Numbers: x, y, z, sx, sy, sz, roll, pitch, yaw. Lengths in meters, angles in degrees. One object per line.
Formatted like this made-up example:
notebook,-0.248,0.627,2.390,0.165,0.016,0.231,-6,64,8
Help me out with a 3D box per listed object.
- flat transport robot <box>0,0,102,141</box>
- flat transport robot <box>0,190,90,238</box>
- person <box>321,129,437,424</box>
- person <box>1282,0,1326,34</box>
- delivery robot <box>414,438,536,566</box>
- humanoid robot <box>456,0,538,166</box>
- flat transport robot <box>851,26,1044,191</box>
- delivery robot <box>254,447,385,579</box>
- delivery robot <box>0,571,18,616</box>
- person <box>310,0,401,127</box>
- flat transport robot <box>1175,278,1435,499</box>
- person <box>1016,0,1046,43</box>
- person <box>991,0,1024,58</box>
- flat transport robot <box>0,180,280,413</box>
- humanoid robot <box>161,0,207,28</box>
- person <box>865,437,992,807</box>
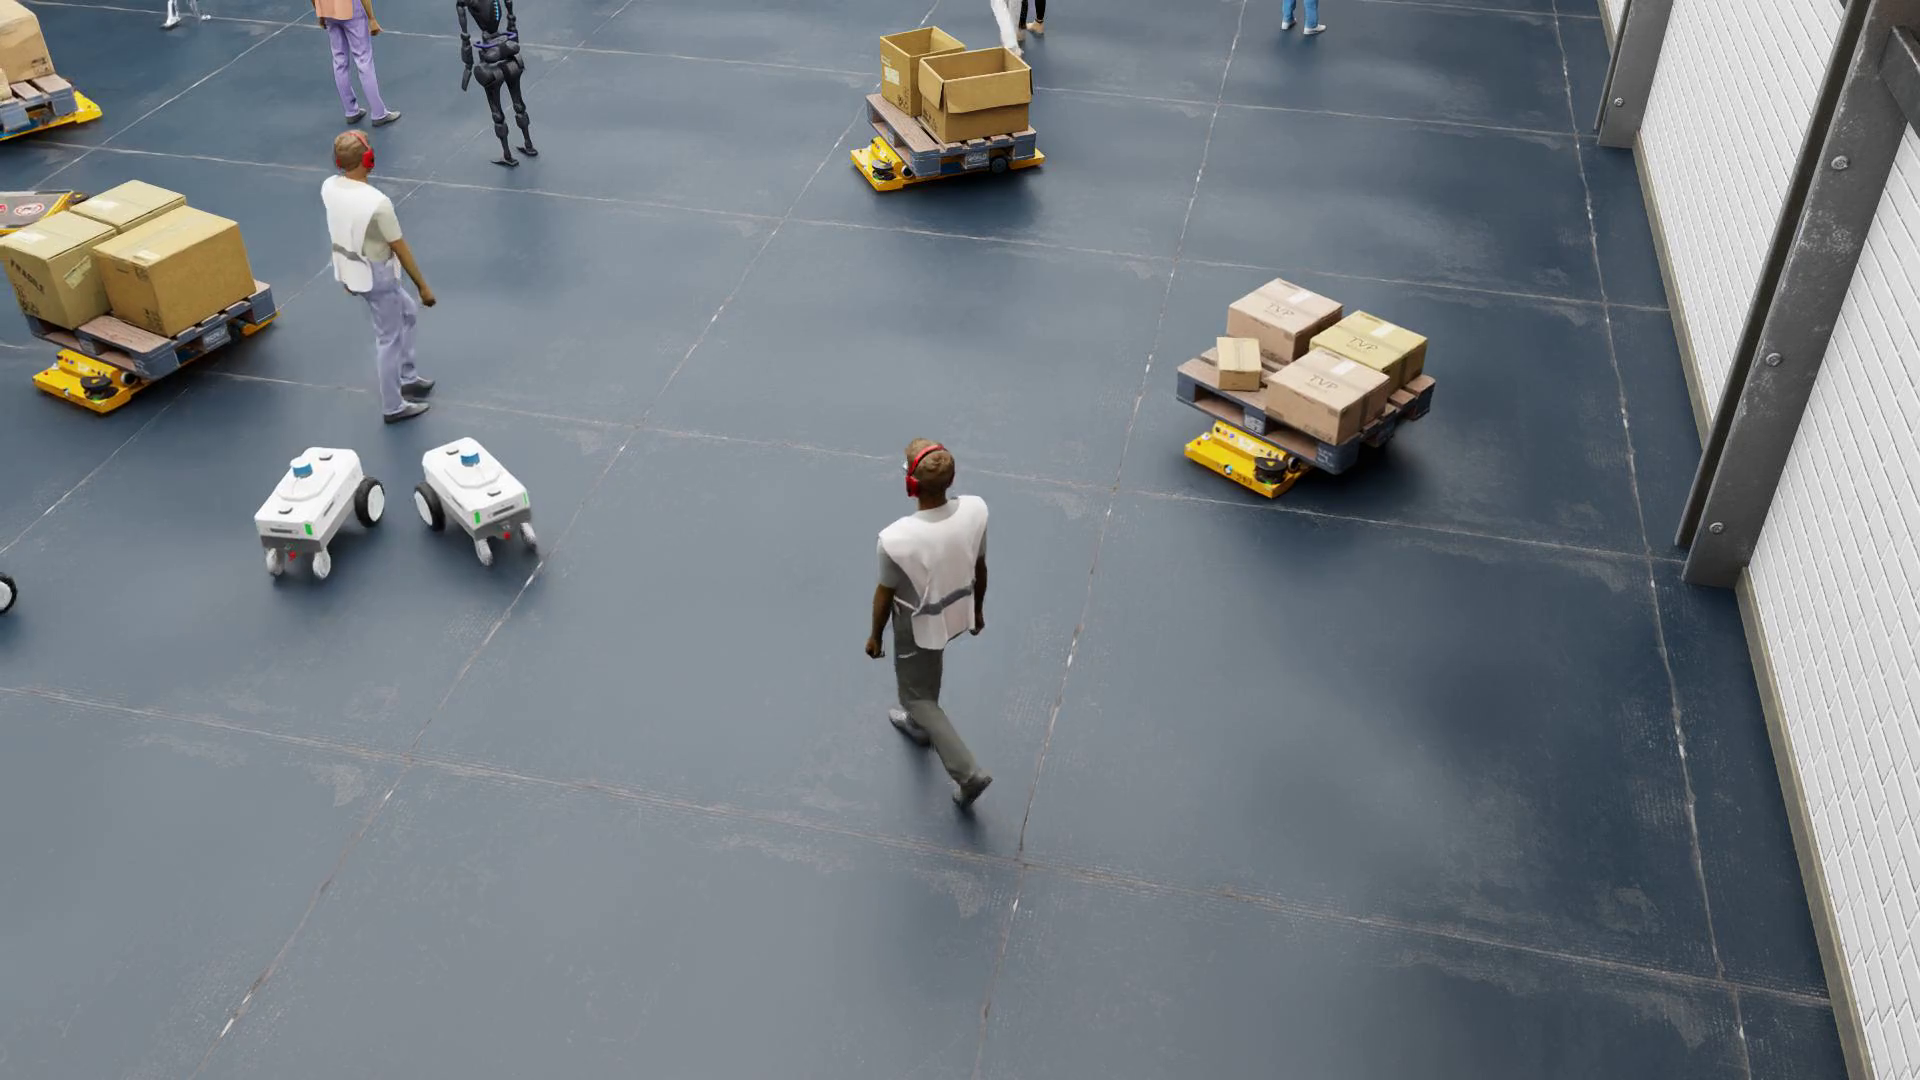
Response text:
flat transport robot,-8.056,-3.524,13.934,1.431,0.231,0.659,-30,46,-34
flat transport robot,-7.259,-2.344,12.355,1.431,0.231,0.659,-3,37,-3
person,-3.449,-1.581,10.039,0.604,1.816,0.601,-31,47,-34
person,3.256,-5.591,15.481,0.488,1.730,0.364,27,44,31
delivery robot,-2.711,-0.259,9.330,0.499,0.600,0.802,-26,44,-30
humanoid robot,-3.672,-3.789,13.101,0.315,1.657,0.599,23,43,28
flat transport robot,-0.099,-3.120,13.393,1.431,0.231,0.659,-13,39,-17
delivery robot,-3.591,-0.188,9.224,0.499,0.586,0.765,4,37,5
delivery robot,-5.437,0.194,8.708,0.768,0.581,0.499,-30,46,-34
person,-5.066,-4.304,13.663,0.562,1.843,0.389,10,38,14
flat transport robot,2.081,-0.737,10.205,0.659,0.231,1.431,31,46,34
person,0.622,-5.464,15.337,0.534,1.696,0.318,-28,45,-32
person,0.463,-5.218,14.883,0.594,1.851,0.787,-13,39,-17
flat transport robot,-5.292,-1.317,10.982,0.659,0.231,1.431,19,41,23
humanoid robot,-7.504,-5.591,15.566,0.542,1.900,0.730,11,38,15
person,-0.108,0.372,7.430,0.568,1.817,0.782,-30,46,-34
